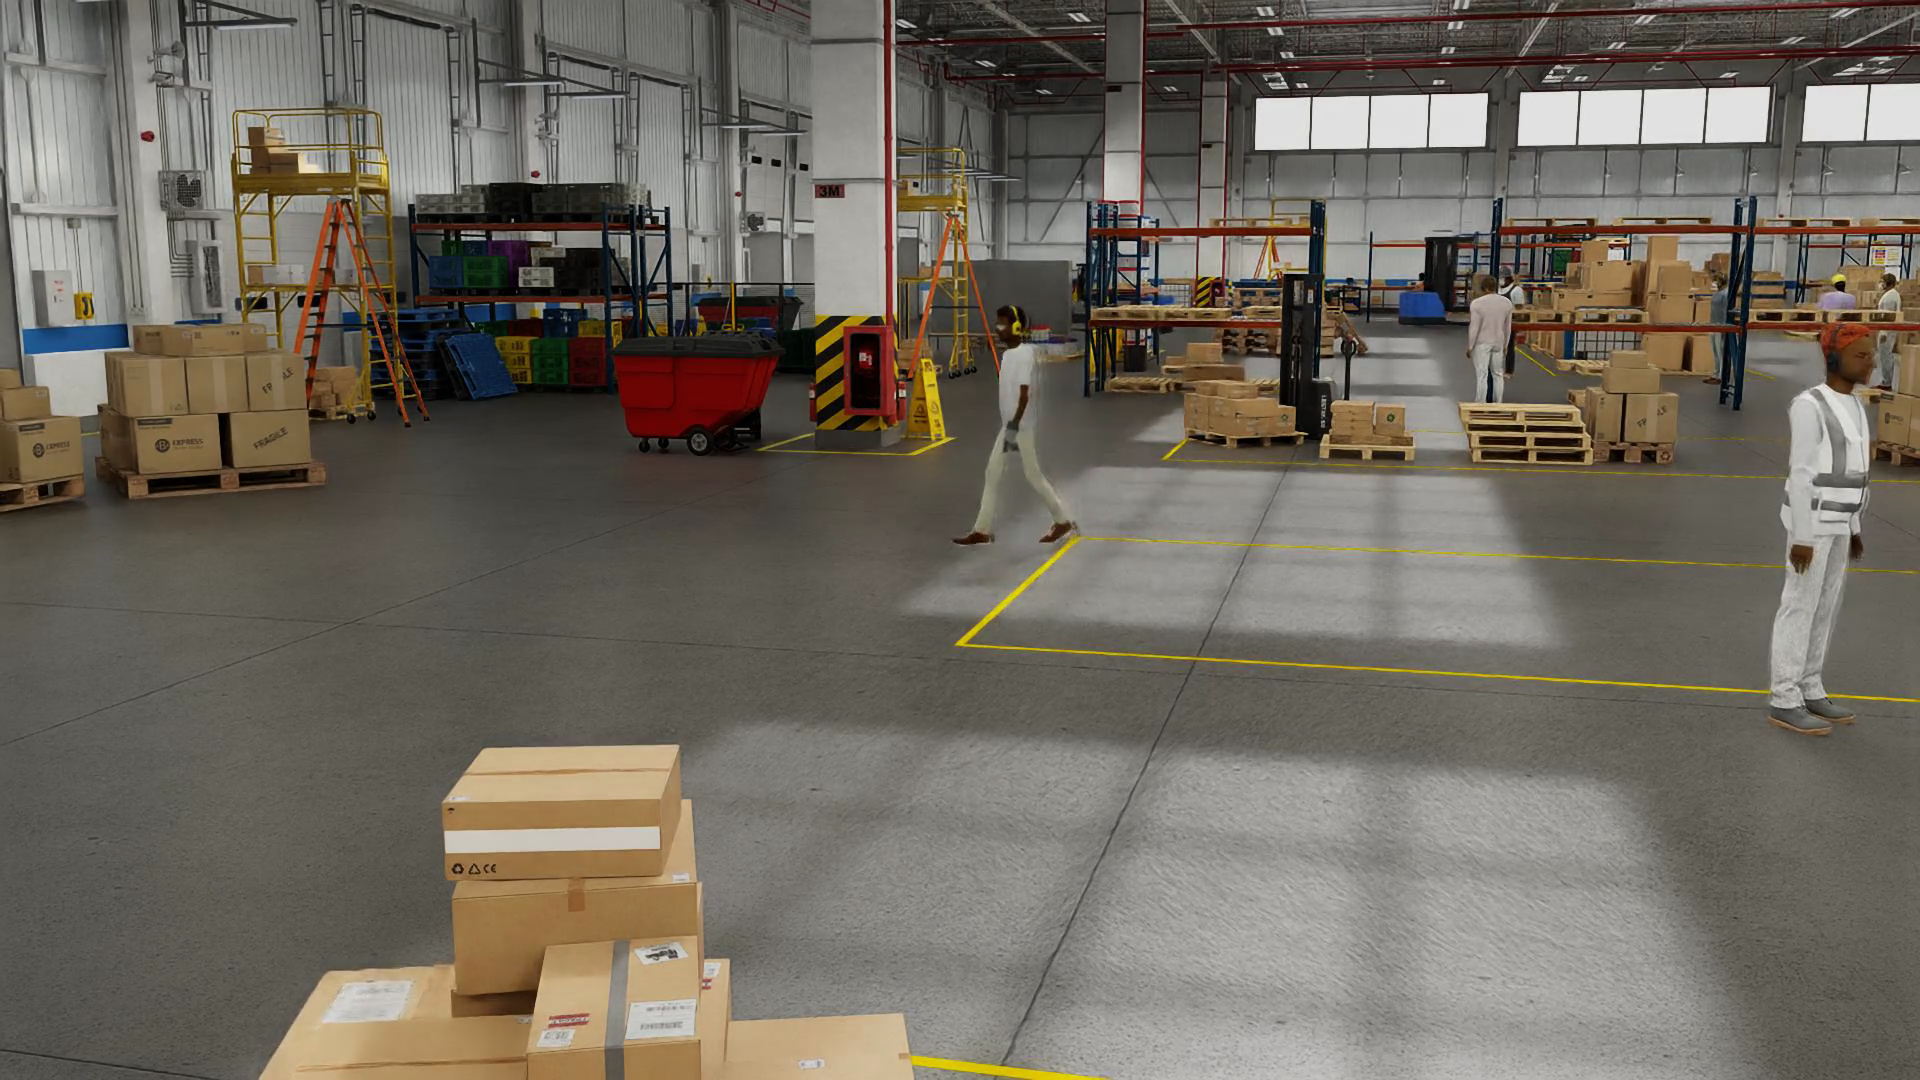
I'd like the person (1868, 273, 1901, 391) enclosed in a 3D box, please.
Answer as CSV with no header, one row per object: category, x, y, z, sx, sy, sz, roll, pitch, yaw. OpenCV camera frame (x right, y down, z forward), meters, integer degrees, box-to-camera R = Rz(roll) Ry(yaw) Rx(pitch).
person,15.125,-3.385,27.150,0.367,1.932,0.622,6,11,30

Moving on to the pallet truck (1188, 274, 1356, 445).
pallet truck,3.653,-2.138,19.590,1.885,1.965,0.823,-4,10,-20

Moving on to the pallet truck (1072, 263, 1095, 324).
pallet truck,4.325,-8.180,55.162,0.823,1.965,1.885,6,11,31

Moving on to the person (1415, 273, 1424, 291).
person,15.016,-7.839,54.072,0.529,1.689,0.321,-3,10,-16

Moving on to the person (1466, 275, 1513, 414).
person,7.270,-2.666,22.887,0.627,1.934,0.371,-2,10,-11

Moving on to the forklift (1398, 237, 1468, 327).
forklift,14.904,-8.131,52.281,1.873,2.768,1.129,-2,10,-14

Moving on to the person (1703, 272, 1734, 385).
person,13.057,-3.628,28.578,0.367,1.932,0.622,0,10,0

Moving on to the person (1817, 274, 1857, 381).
person,14.866,-3.535,28.105,0.634,1.891,0.640,-7,12,-34

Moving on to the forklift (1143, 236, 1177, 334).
forklift,5.166,-7.243,47.052,1.873,2.768,1.129,2,10,14

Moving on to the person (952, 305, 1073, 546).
person,0.445,-0.860,12.591,0.953,1.832,0.516,-5,11,-26

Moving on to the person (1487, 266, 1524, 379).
person,9.730,-3.908,29.882,0.537,2.000,0.692,-8,13,-39

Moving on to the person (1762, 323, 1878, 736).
person,3.981,-0.050,7.657,0.588,1.881,0.361,-8,13,-40

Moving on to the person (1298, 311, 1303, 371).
person,6.676,-4.096,31.887,0.320,1.739,0.485,7,12,35
